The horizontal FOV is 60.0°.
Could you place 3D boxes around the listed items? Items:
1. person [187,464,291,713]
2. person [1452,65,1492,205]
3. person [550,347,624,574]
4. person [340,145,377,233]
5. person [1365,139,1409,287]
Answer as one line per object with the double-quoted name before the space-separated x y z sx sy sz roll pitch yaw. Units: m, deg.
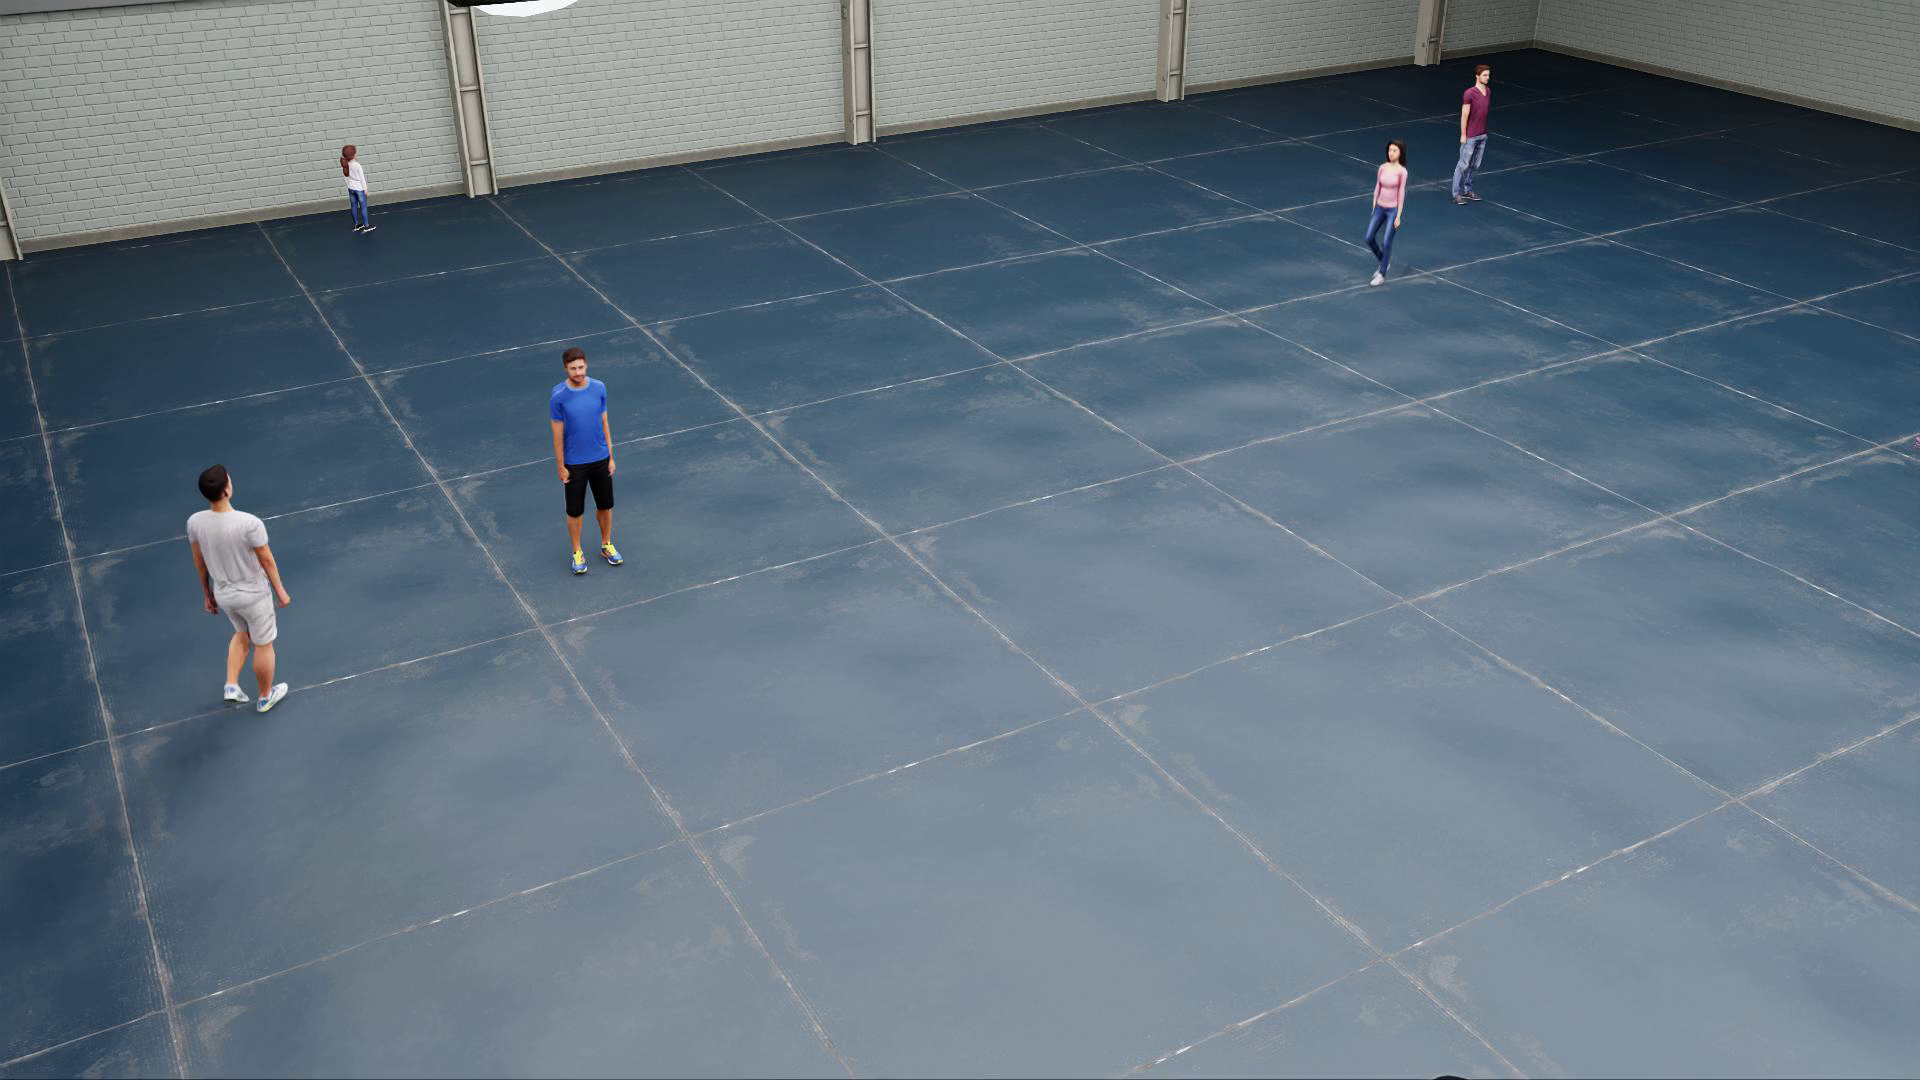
"person" -4.876 0.389 11.191 0.878 1.843 0.939 5 28 10
"person" 7.019 -5.564 22.739 0.528 1.855 0.740 -19 33 -32
"person" -2.970 -0.655 13.191 0.480 1.867 0.670 -14 30 -25
"person" -7.872 -4.600 21.676 0.532 1.113 0.586 9 29 17
"person" 5.085 -3.870 19.576 0.703 1.738 0.669 -22 35 -36
